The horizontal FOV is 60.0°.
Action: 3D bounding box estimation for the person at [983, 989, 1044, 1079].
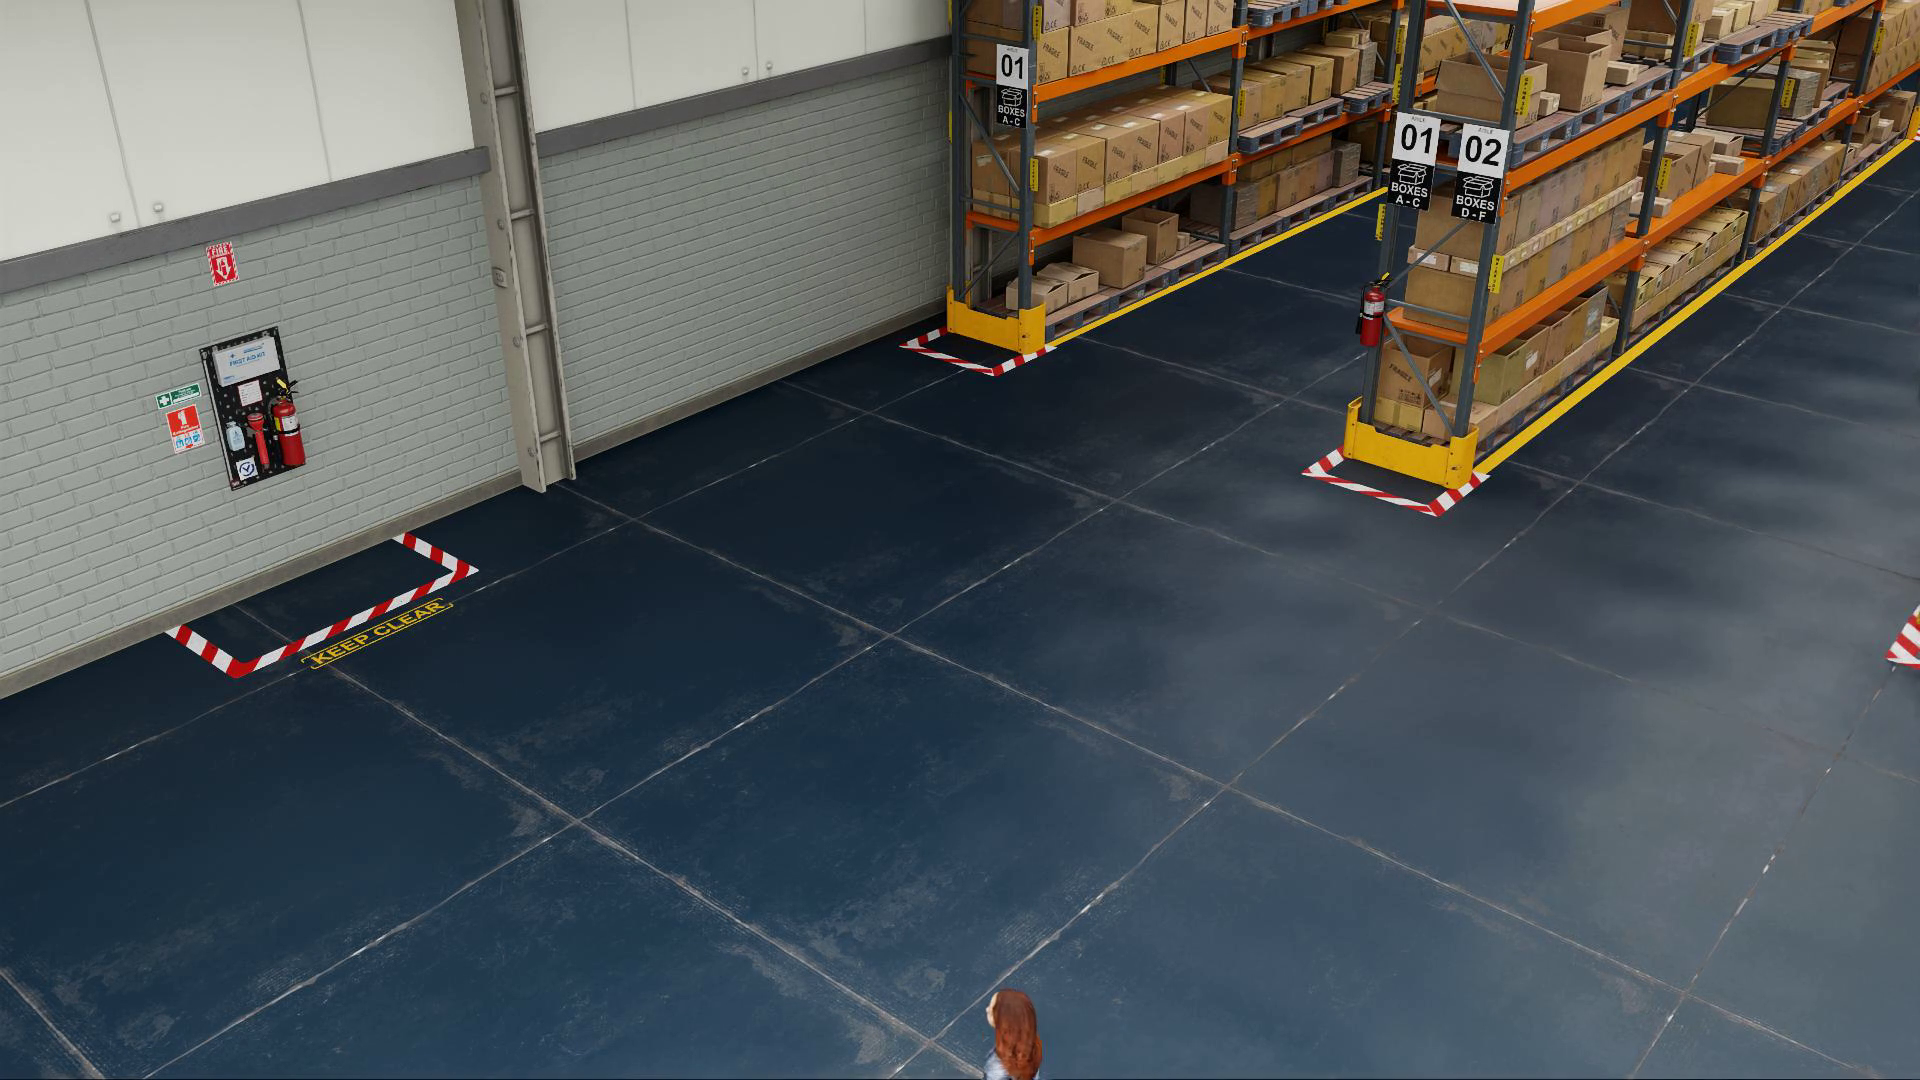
[{"bbox_3d":[0.286,2.642,7.554,0.727,1.464,0.735,12,30,22],"label":"person"}]
